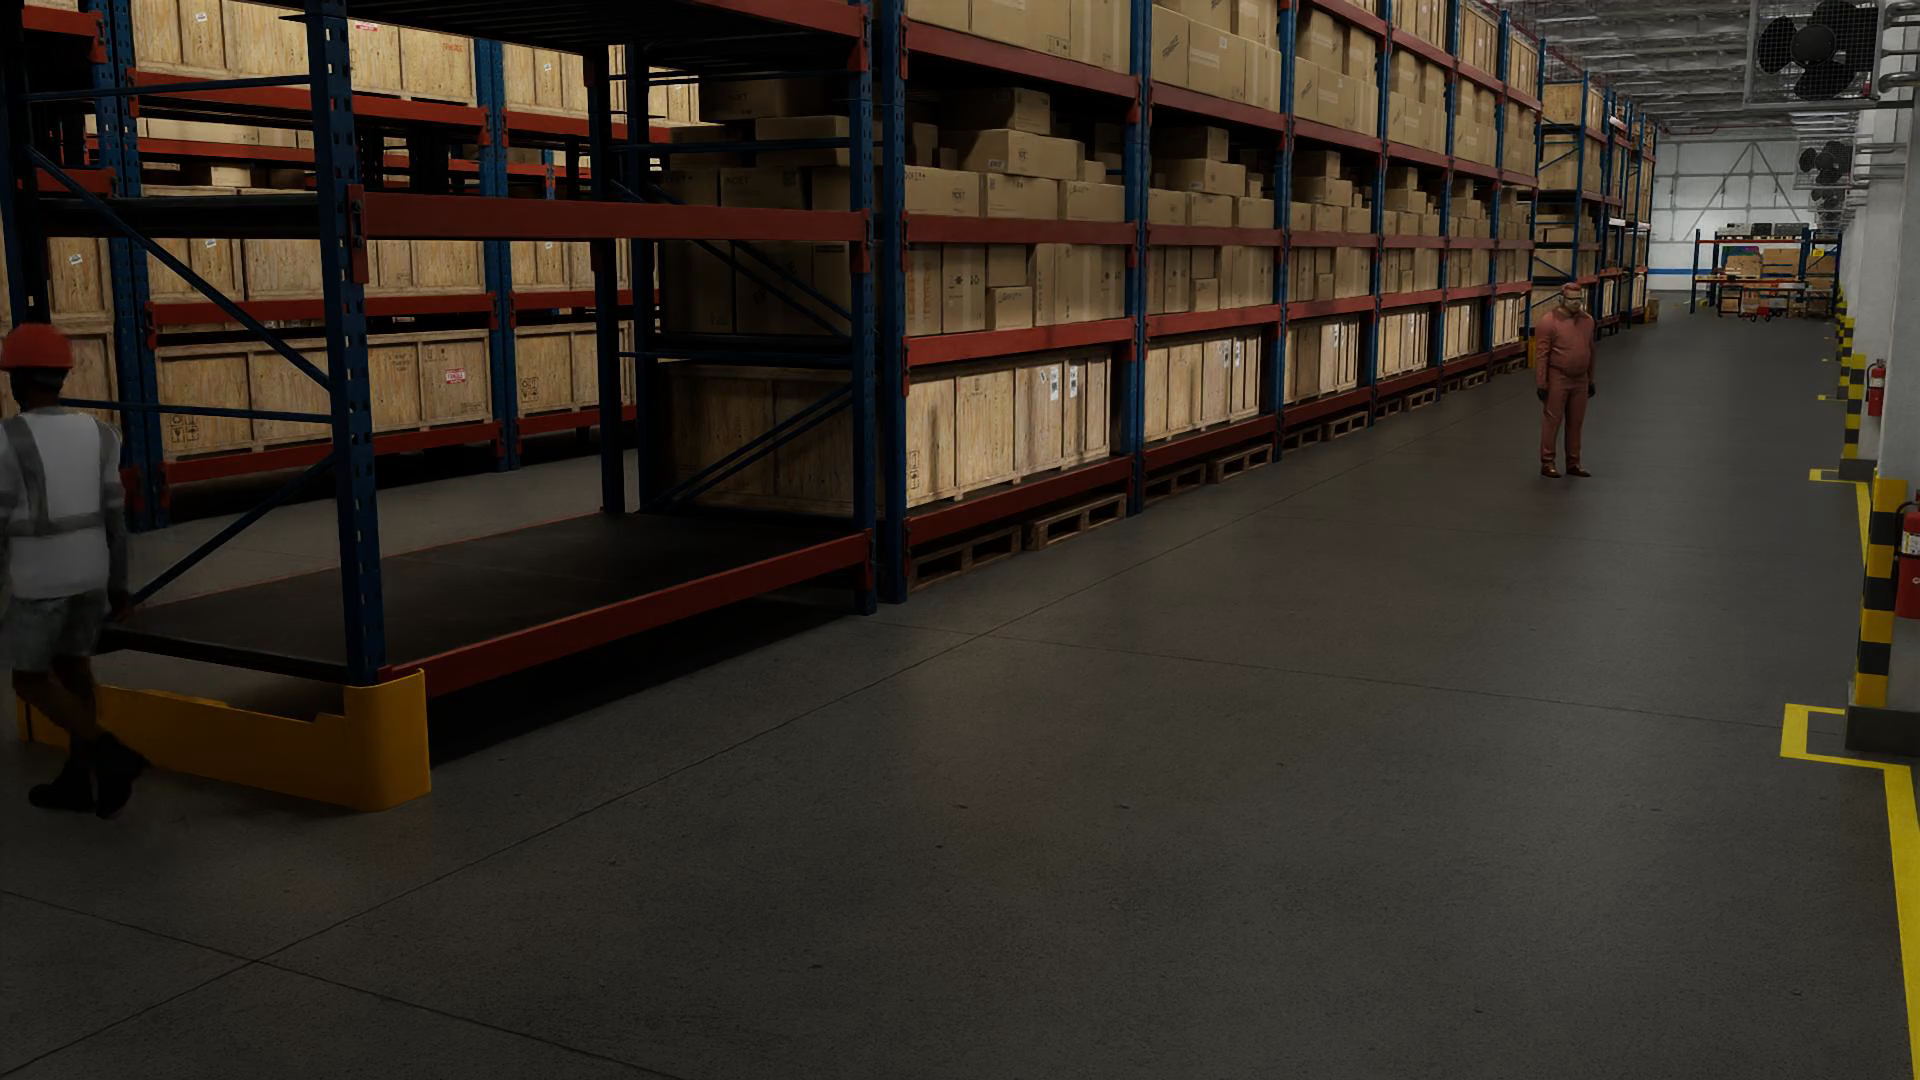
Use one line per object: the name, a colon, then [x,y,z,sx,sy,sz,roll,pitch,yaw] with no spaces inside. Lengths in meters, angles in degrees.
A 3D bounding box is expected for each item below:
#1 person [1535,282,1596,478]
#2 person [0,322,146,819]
person: [5.893,-1.547,16.159,0.656,1.895,0.399,-3,10,-17]
person: [-3.376,0.141,6.307,0.655,1.921,0.556,4,11,23]
